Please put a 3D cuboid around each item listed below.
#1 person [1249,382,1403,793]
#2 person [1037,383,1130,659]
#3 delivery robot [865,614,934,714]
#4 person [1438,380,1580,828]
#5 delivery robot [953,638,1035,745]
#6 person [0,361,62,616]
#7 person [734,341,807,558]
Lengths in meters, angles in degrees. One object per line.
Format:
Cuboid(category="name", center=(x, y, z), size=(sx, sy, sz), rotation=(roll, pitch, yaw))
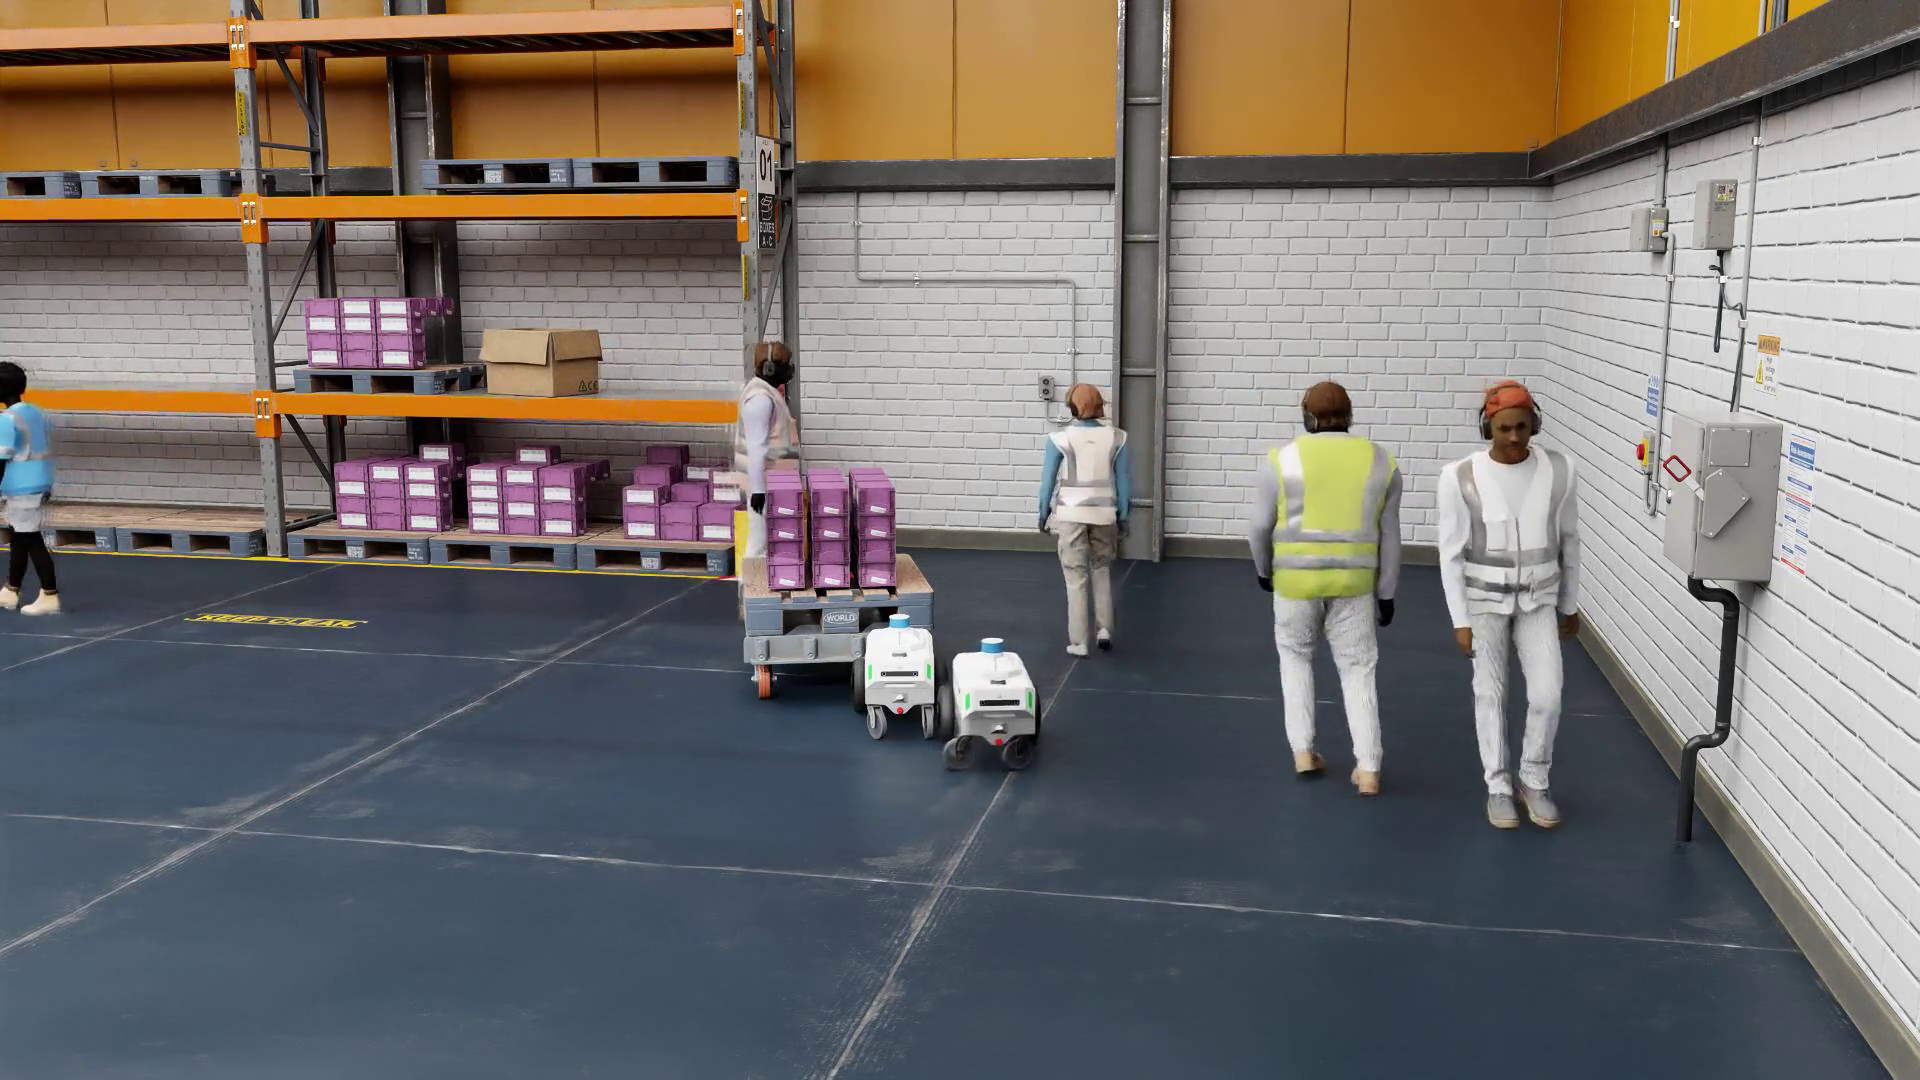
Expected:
Cuboid(category="person", center=(1.622, 0.207, 7.412), size=(0.660, 1.799, 0.556), rotation=(0, 9, 2))
Cuboid(category="person", center=(0.731, -0.119, 9.871), size=(0.522, 1.621, 0.480), rotation=(-2, 10, -13))
Cuboid(category="delivery robot", center=(-0.304, 0.618, 8.367), size=(0.477, 0.478, 0.707), rotation=(0, 9, -2))
Cuboid(category="person", center=(2.238, 0.275, 6.786), size=(0.609, 1.860, 0.464), rotation=(1, 9, 4))
Cuboid(category="delivery robot", center=(0.153, 0.706, 7.838), size=(0.477, 0.478, 0.707), rotation=(-1, 9, -4))
Cuboid(category="person", center=(-6.279, -0.327, 10.922), size=(0.643, 1.677, 0.554), rotation=(-1, 10, -9))
Cuboid(category="person", center=(-1.151, -0.365, 10.743), size=(0.594, 1.824, 0.660), rotation=(-1, 9, -4))
